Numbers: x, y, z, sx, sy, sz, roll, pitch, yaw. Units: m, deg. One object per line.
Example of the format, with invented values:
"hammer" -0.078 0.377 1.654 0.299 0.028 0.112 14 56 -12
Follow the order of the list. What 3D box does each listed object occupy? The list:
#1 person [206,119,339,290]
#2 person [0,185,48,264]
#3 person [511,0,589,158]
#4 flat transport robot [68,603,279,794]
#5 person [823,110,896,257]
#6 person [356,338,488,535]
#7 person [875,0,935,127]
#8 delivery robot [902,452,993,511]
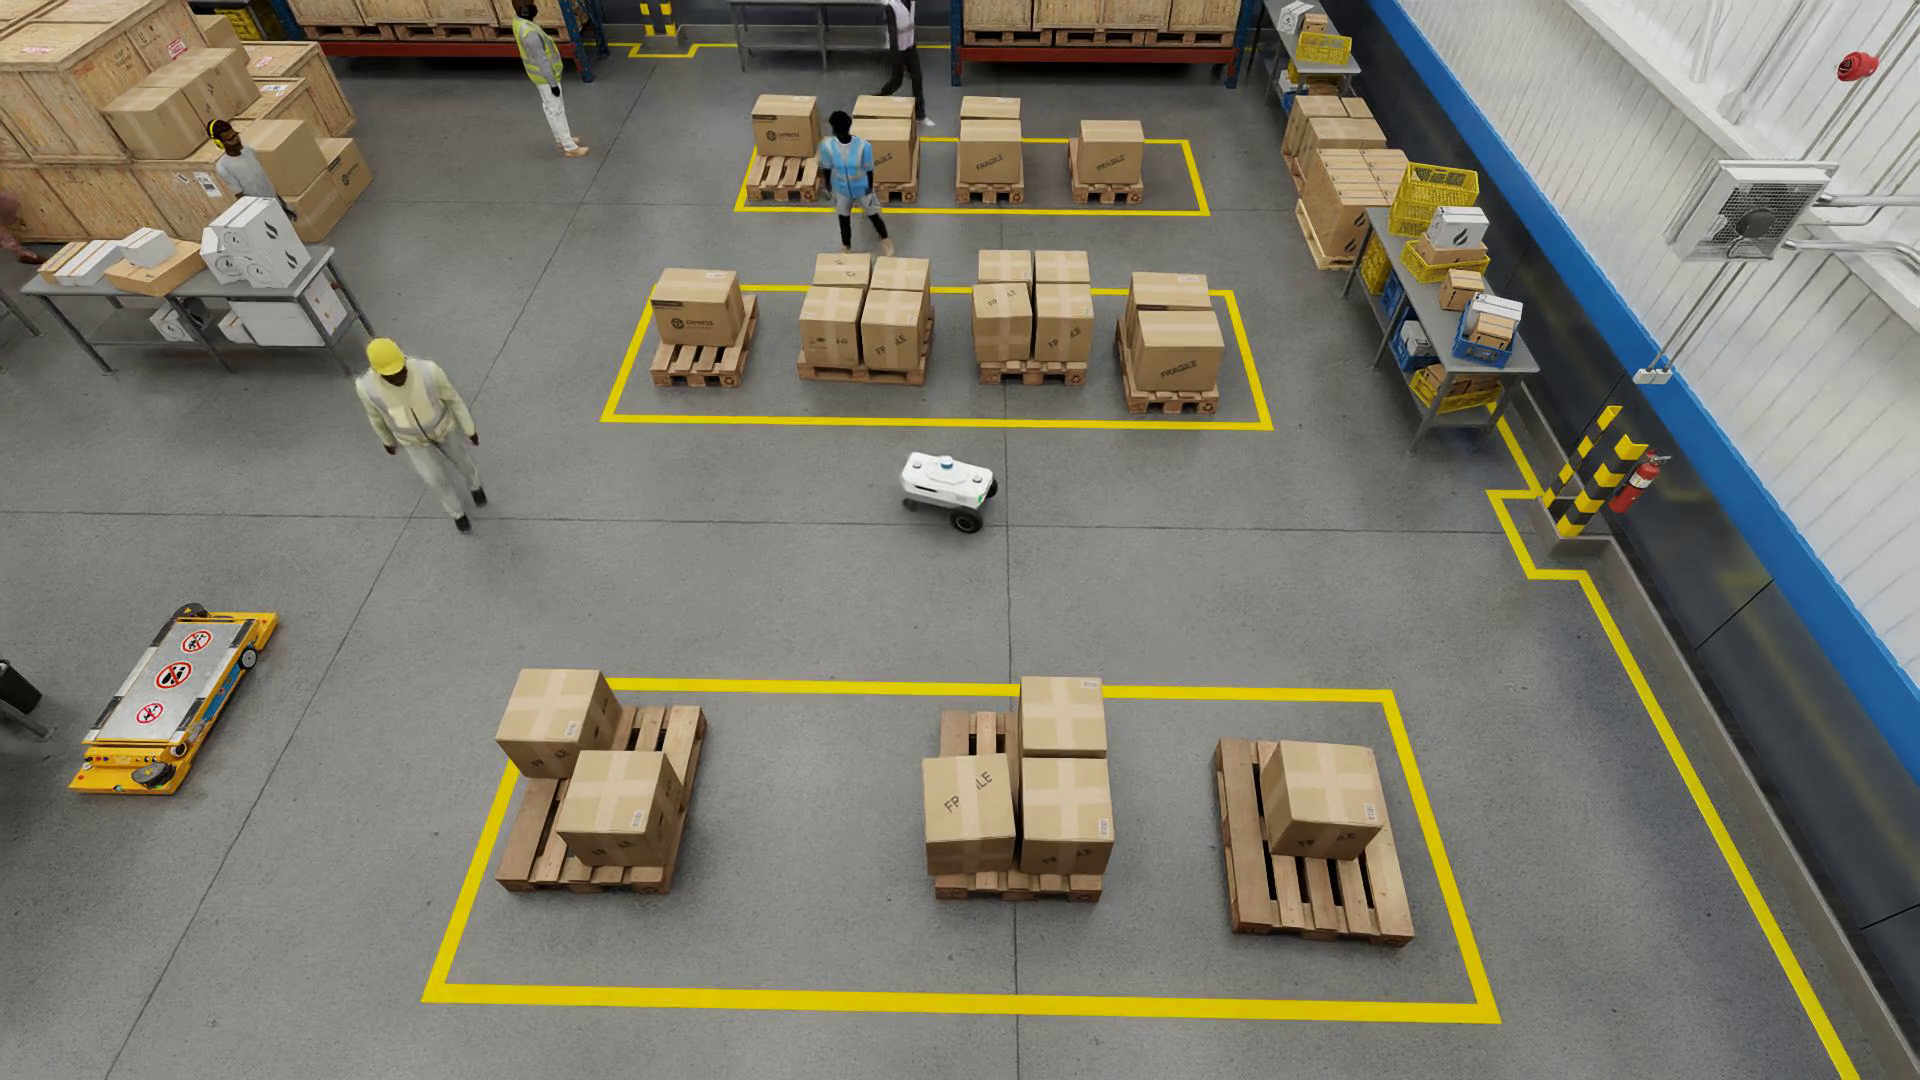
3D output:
"person" -6.773 -3.211 9.026 0.335 1.873 0.520 3 50 2
"person" -10.338 -3.734 9.454 0.495 1.889 0.659 0 50 0
"person" -4.981 -5.596 11.063 0.429 1.844 0.624 -27 55 -21
"flat transport robot" -5.504 1.072 6.442 0.652 0.197 1.431 1 50 1
"person" -1.058 -3.660 9.531 0.715 1.676 0.480 9 50 7
"person" -4.071 -0.799 7.030 0.659 1.799 0.710 -25 54 -20
"person" -0.761 -6.235 11.576 0.855 1.890 0.591 26 55 21
"delivery robot" -0.107 -0.484 7.515 0.707 0.478 0.477 14 51 12
